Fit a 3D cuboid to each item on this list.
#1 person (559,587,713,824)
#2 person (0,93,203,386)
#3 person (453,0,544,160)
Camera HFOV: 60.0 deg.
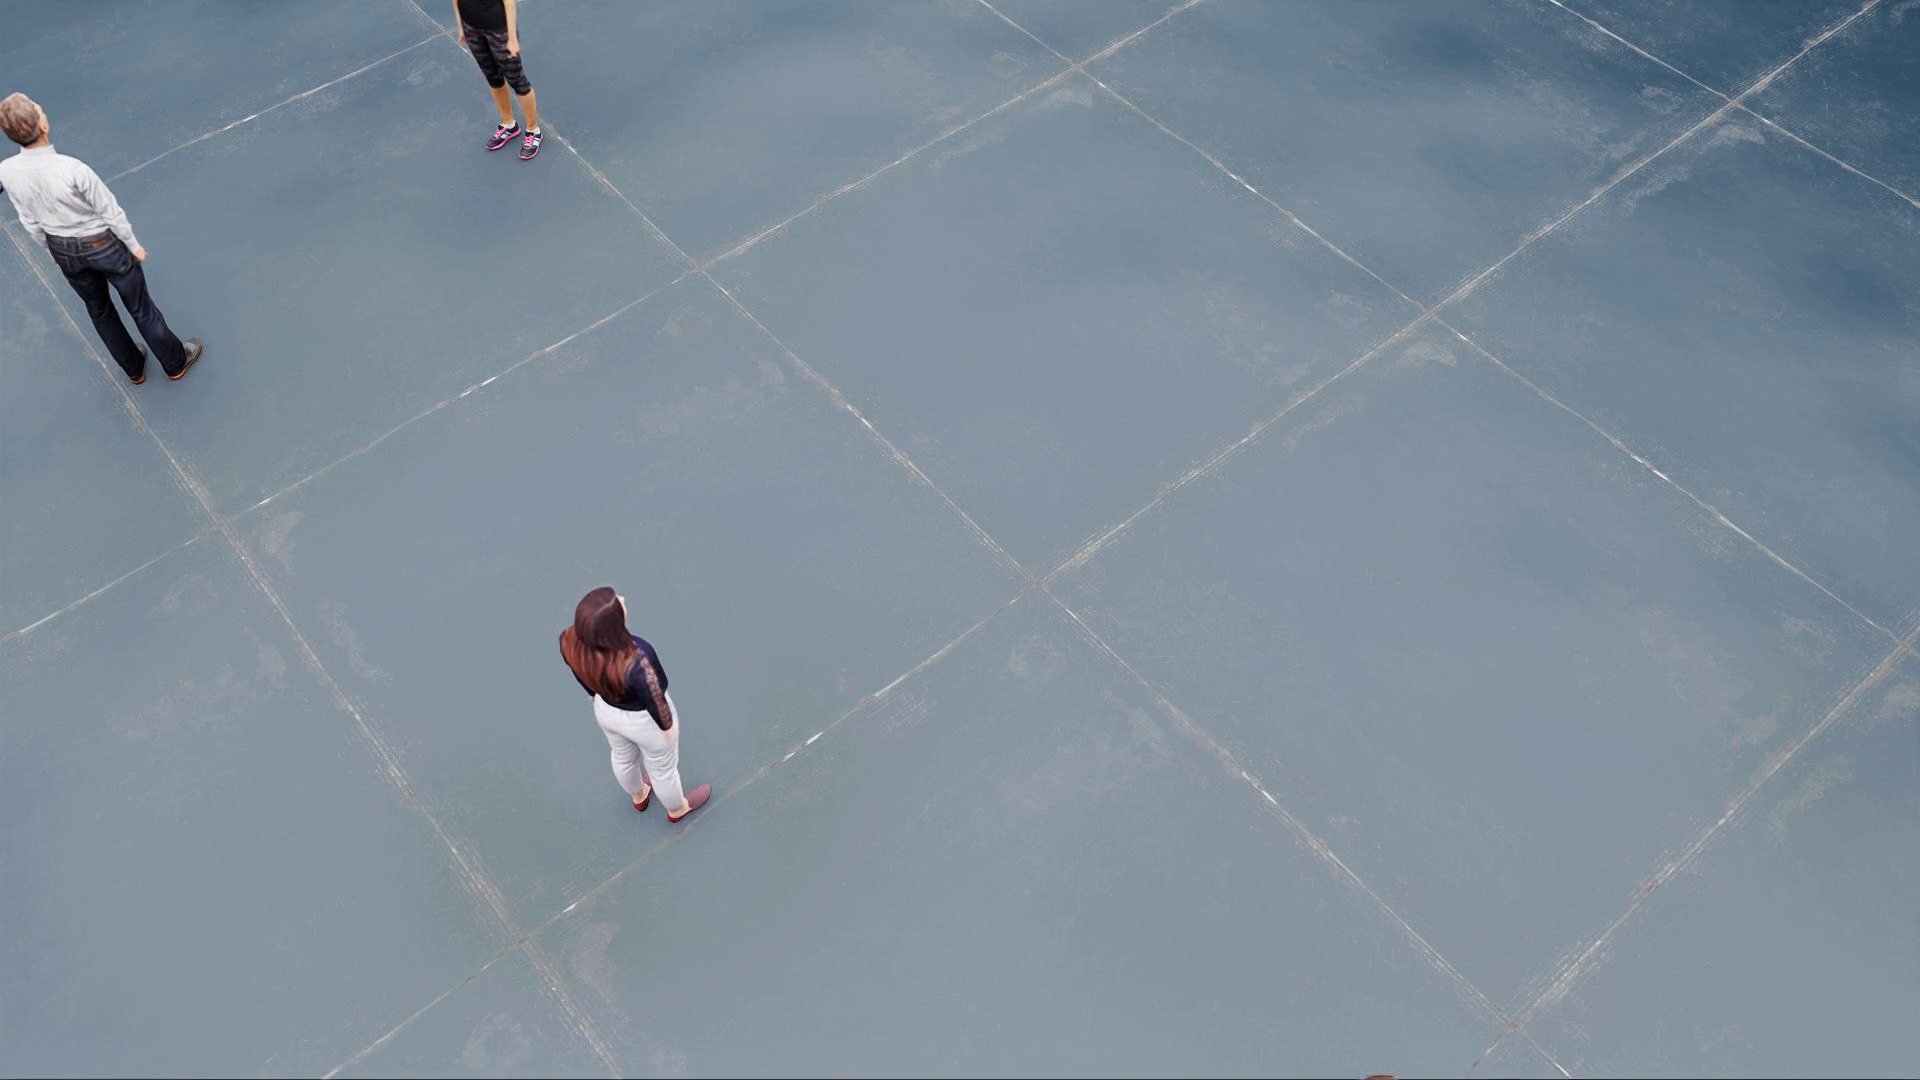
[{"bbox_3d":[-1.363,0.703,6.981,0.674,1.607,0.663,22,55,16],"label":"person"},{"bbox_3d":[-4.485,-1.520,8.568,0.709,1.820,0.798,-2,52,-1],"label":"person"},{"bbox_3d":[-2.761,-3.035,9.798,0.655,1.730,0.667,20,55,15],"label":"person"}]
